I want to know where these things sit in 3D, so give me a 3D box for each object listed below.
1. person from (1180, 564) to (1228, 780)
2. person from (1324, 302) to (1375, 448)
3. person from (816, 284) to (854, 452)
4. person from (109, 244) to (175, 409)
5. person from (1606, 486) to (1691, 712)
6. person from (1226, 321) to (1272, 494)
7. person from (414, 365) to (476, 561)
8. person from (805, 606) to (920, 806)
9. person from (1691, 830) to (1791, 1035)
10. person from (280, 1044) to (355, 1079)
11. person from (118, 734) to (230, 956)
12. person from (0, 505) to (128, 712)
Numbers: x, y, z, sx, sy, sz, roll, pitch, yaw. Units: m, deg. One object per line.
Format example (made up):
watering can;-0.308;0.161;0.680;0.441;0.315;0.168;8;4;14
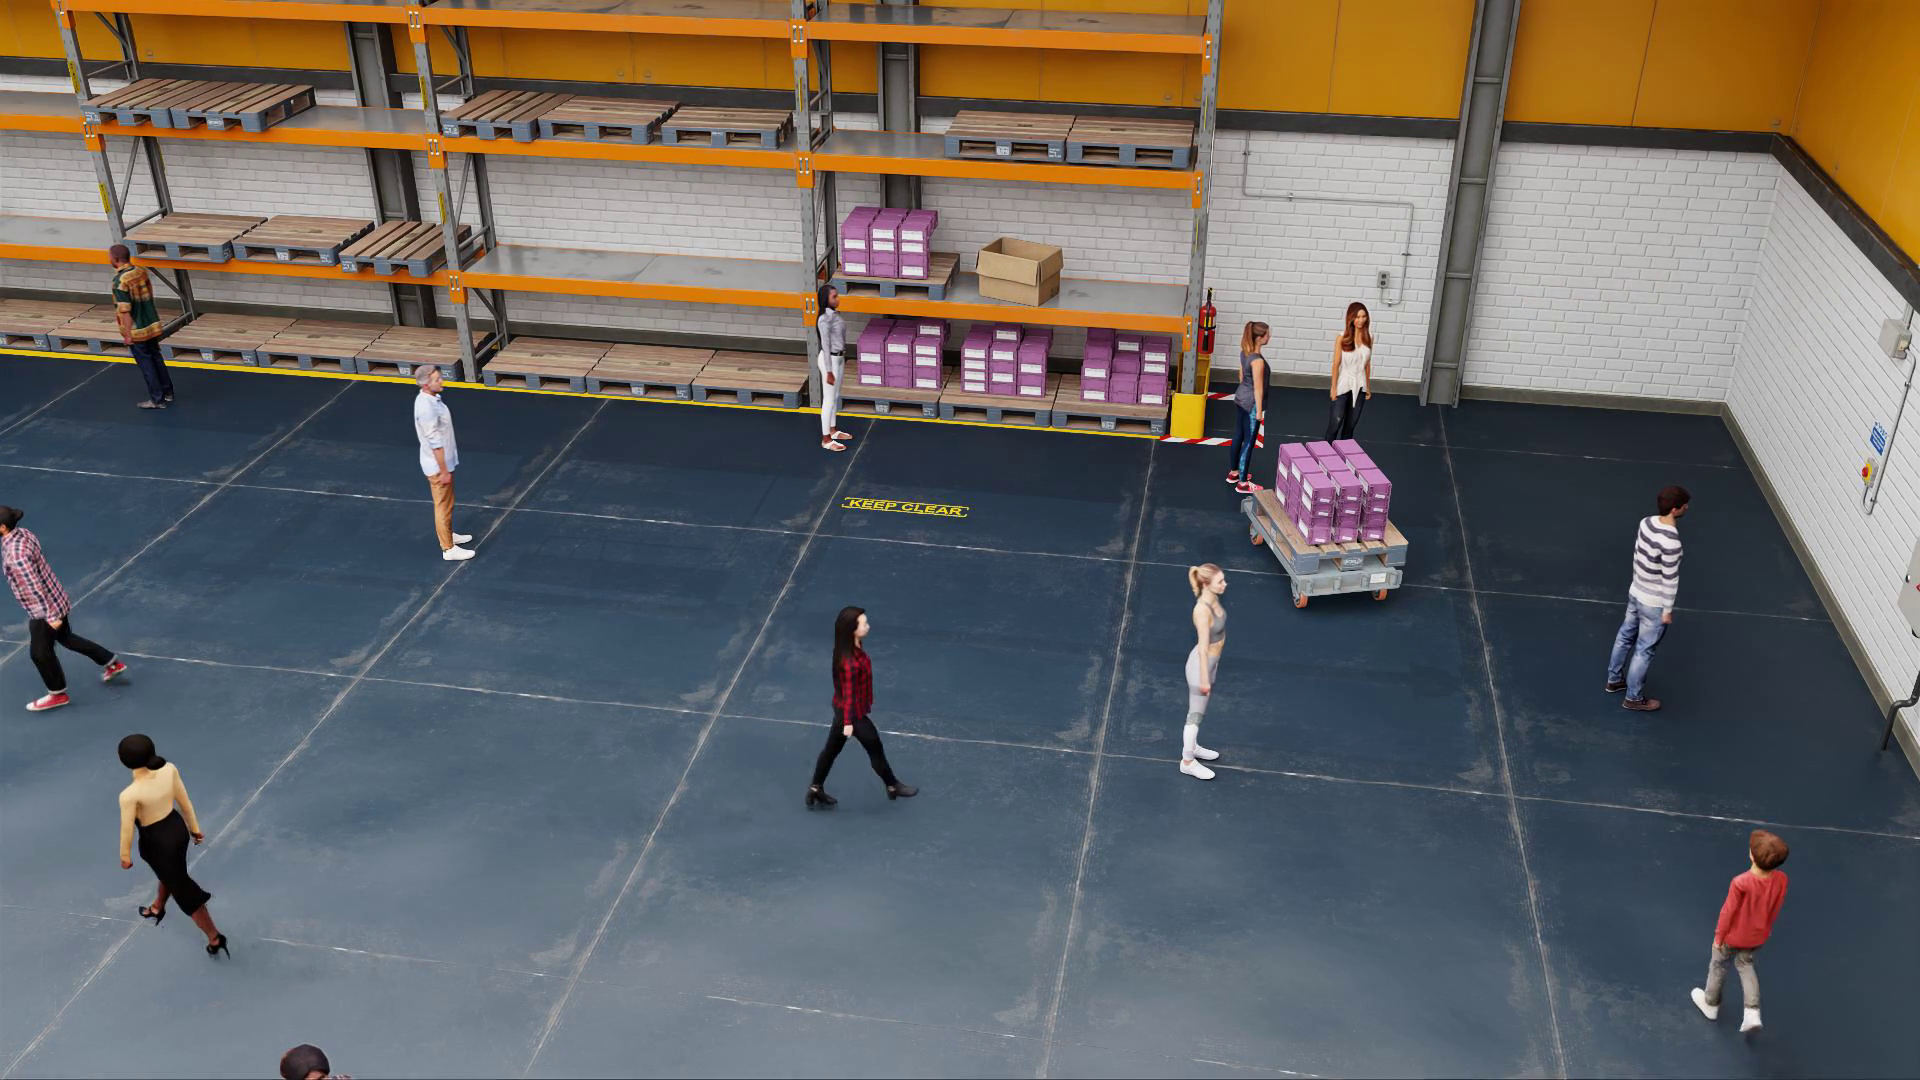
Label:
person;1.753;0.920;12.009;0.559;1.703;0.585;8;30;14
person;3.809;-1.485;16.334;0.618;1.785;0.729;-9;30;-17
person;-1.306;-1.780;16.937;0.521;1.724;0.595;6;29;11
person;-8.775;-2.289;17.785;0.674;1.806;0.715;2;29;4
person;5.290;0.427;12.757;0.655;1.854;0.712;-5;29;-8
person;2.799;-1.300;16.057;0.647;1.725;0.643;-6;29;-11
person;-4.663;-0.713;14.874;0.752;1.828;0.768;-9;30;-16
person;-0.846;1.204;11.584;1.109;1.612;0.802;-3;29;-6
person;4.630;2.326;9.740;0.747;1.410;0.710;-4;29;-7
person;-2.999;3.097;8.008;0.680;1.714;0.724;-25;37;-37
person;-4.833;1.927;10.253;1.046;1.618;0.732;11;30;19
person;-6.951;0.488;12.767;1.125;1.737;1.012;-11;30;-19
